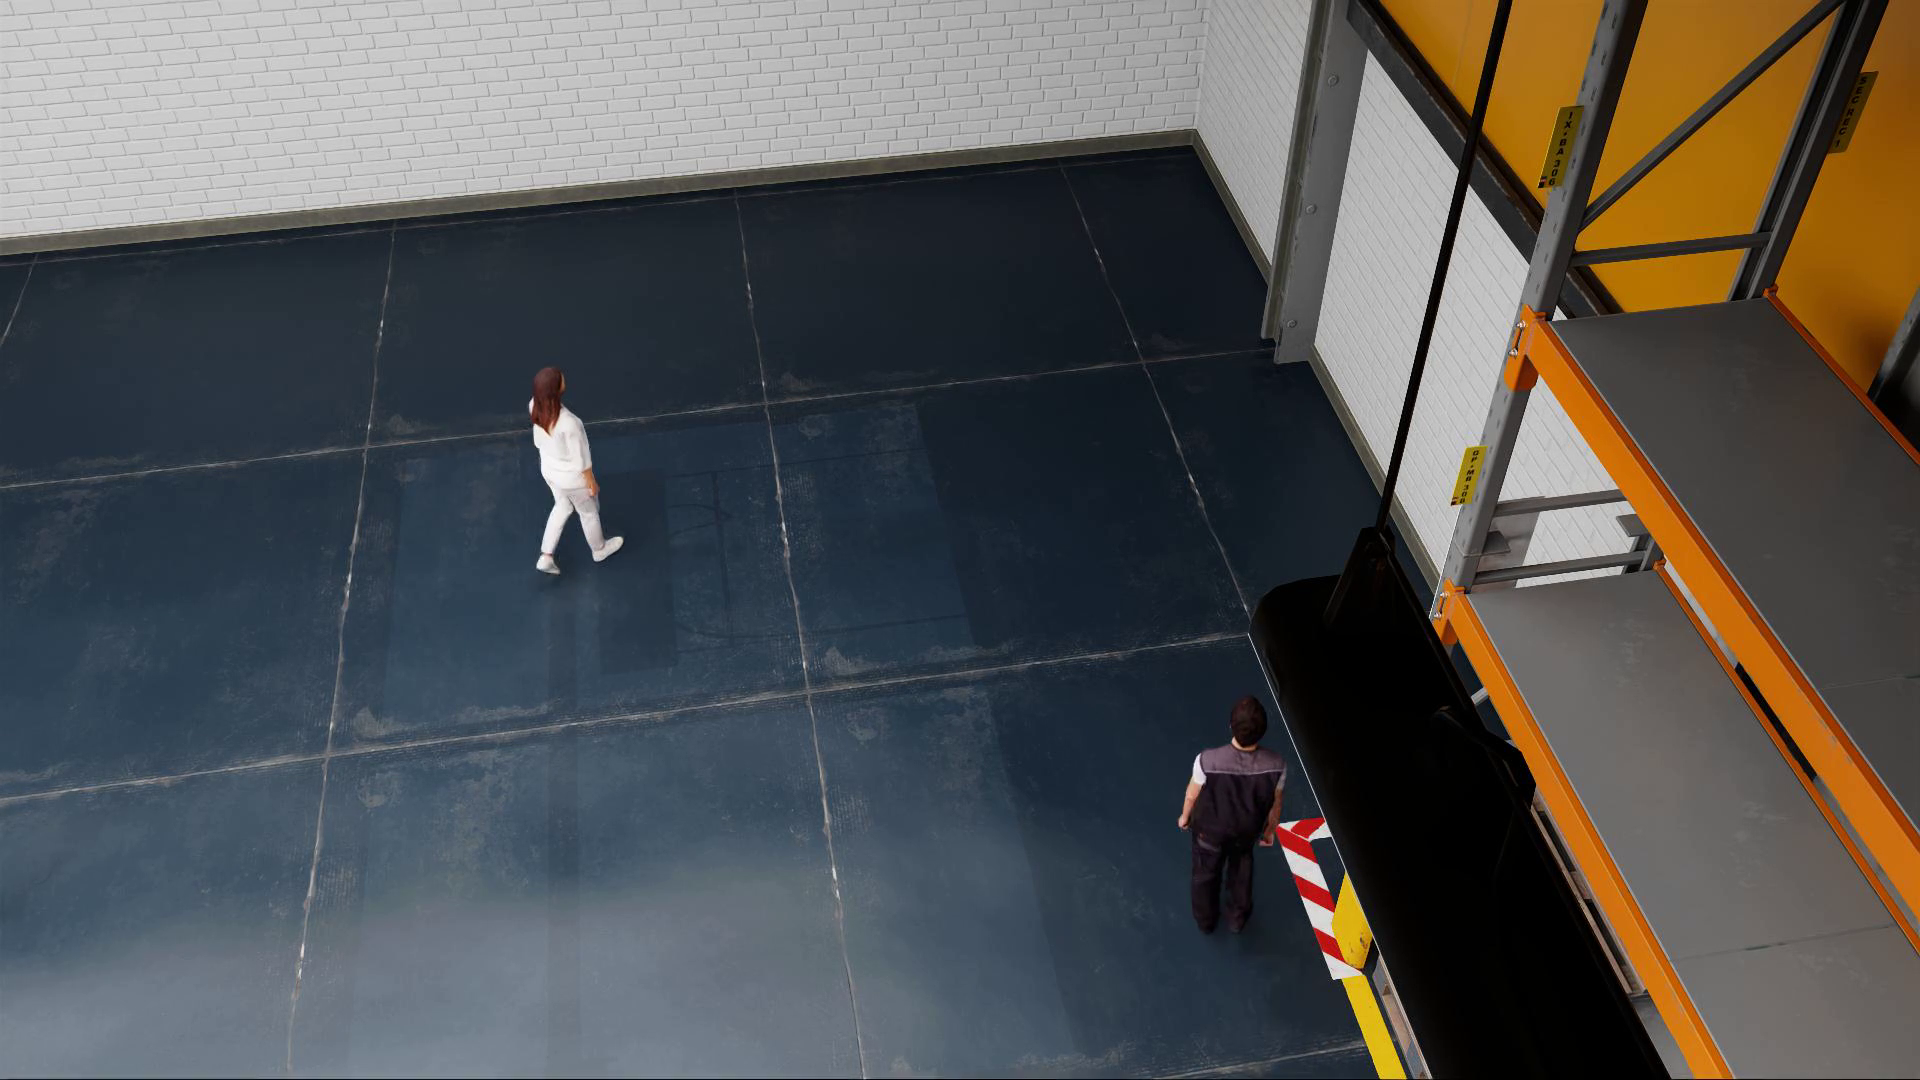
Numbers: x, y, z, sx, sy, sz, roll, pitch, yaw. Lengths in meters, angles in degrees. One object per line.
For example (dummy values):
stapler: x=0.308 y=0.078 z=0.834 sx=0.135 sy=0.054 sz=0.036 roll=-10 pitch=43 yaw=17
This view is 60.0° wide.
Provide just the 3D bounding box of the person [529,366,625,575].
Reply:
person: x=-2.630 y=-0.429 z=10.969 sx=0.937 sy=1.679 sz=0.998 roll=26 pitch=49 yaw=25

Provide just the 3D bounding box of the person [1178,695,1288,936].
person: x=1.428 y=1.553 z=8.773 sx=0.682 sy=1.839 sz=0.690 roll=-2 pitch=44 yaw=-2
